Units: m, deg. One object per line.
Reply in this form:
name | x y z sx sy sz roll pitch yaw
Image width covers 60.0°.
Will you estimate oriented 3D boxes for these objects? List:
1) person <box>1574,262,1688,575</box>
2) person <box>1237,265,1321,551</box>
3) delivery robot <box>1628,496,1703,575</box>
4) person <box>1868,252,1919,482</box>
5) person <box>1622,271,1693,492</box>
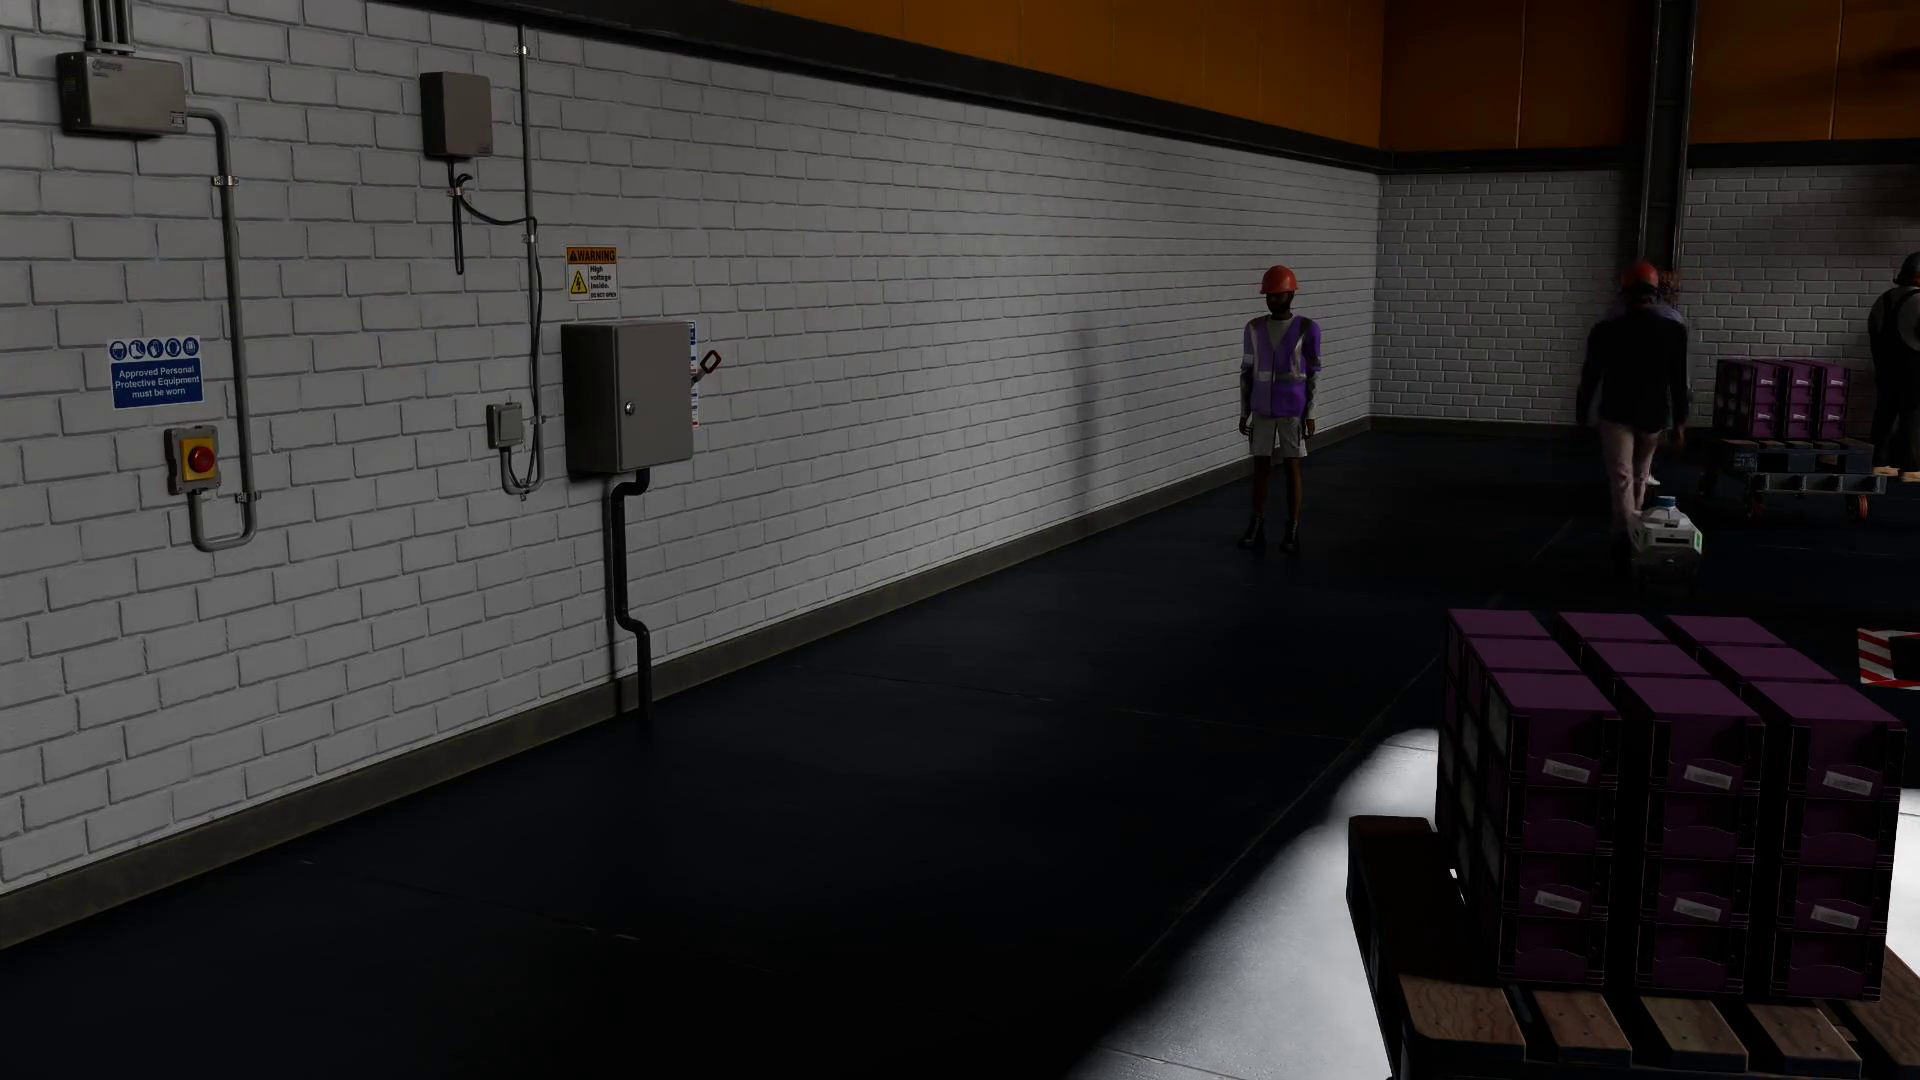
person | 4.280 -0.798 10.731 0.647 1.950 0.962 1 10 3
person | 2.157 -0.888 11.318 0.552 1.935 0.373 5 11 28
delivery robot | 4.249 -0.023 10.036 0.477 0.478 0.707 3 10 15
person | 8.476 -1.547 14.830 0.538 2.000 0.689 -3 10 -14
person | 5.863 -1.320 14.020 0.755 1.868 0.660 -2 10 -13
